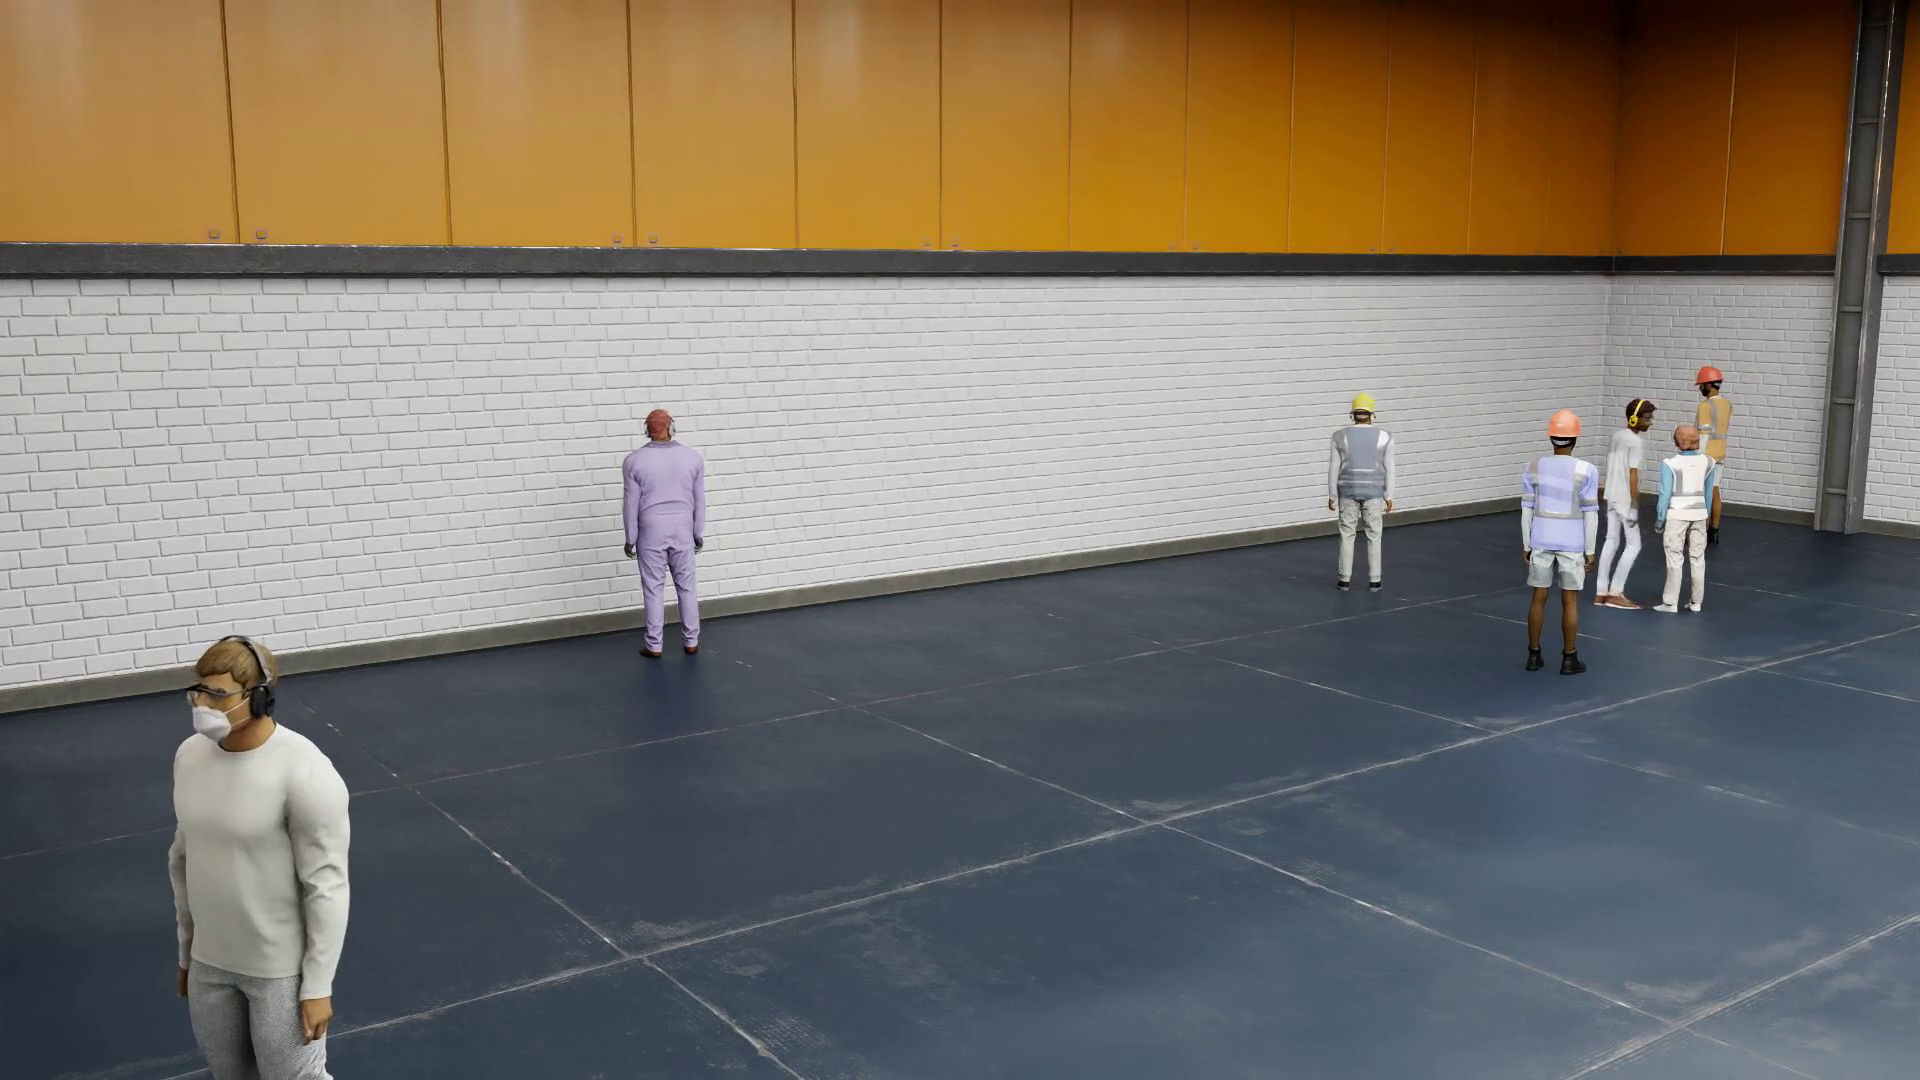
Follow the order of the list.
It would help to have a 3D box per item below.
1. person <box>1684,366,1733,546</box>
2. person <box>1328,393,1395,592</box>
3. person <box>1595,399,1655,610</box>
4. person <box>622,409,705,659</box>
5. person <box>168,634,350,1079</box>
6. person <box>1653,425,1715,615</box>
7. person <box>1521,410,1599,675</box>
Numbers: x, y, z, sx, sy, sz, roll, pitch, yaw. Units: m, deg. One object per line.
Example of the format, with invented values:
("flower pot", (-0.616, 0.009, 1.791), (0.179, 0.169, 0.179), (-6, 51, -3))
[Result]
("person", (8.021, -0.900, 17.870), (0.543, 1.933, 0.363), (-8, 12, -39))
("person", (3.687, -0.434, 15.310), (0.600, 1.827, 0.403), (2, 9, 10))
("person", (5.814, -0.316, 14.553), (0.384, 1.845, 0.590), (0, 9, -3))
("person", (-2.267, -0.048, 12.706), (0.642, 1.905, 0.399), (-4, 10, -25))
("person", (-2.016, 1.220, 4.772), (0.629, 1.940, 0.373), (4, 10, 25))
("person", (6.218, -0.172, 14.283), (0.512, 1.638, 0.312), (-2, 9, -10))
("person", (4.382, 0.020, 12.168), (0.545, 1.942, 0.351), (6, 11, 34))
